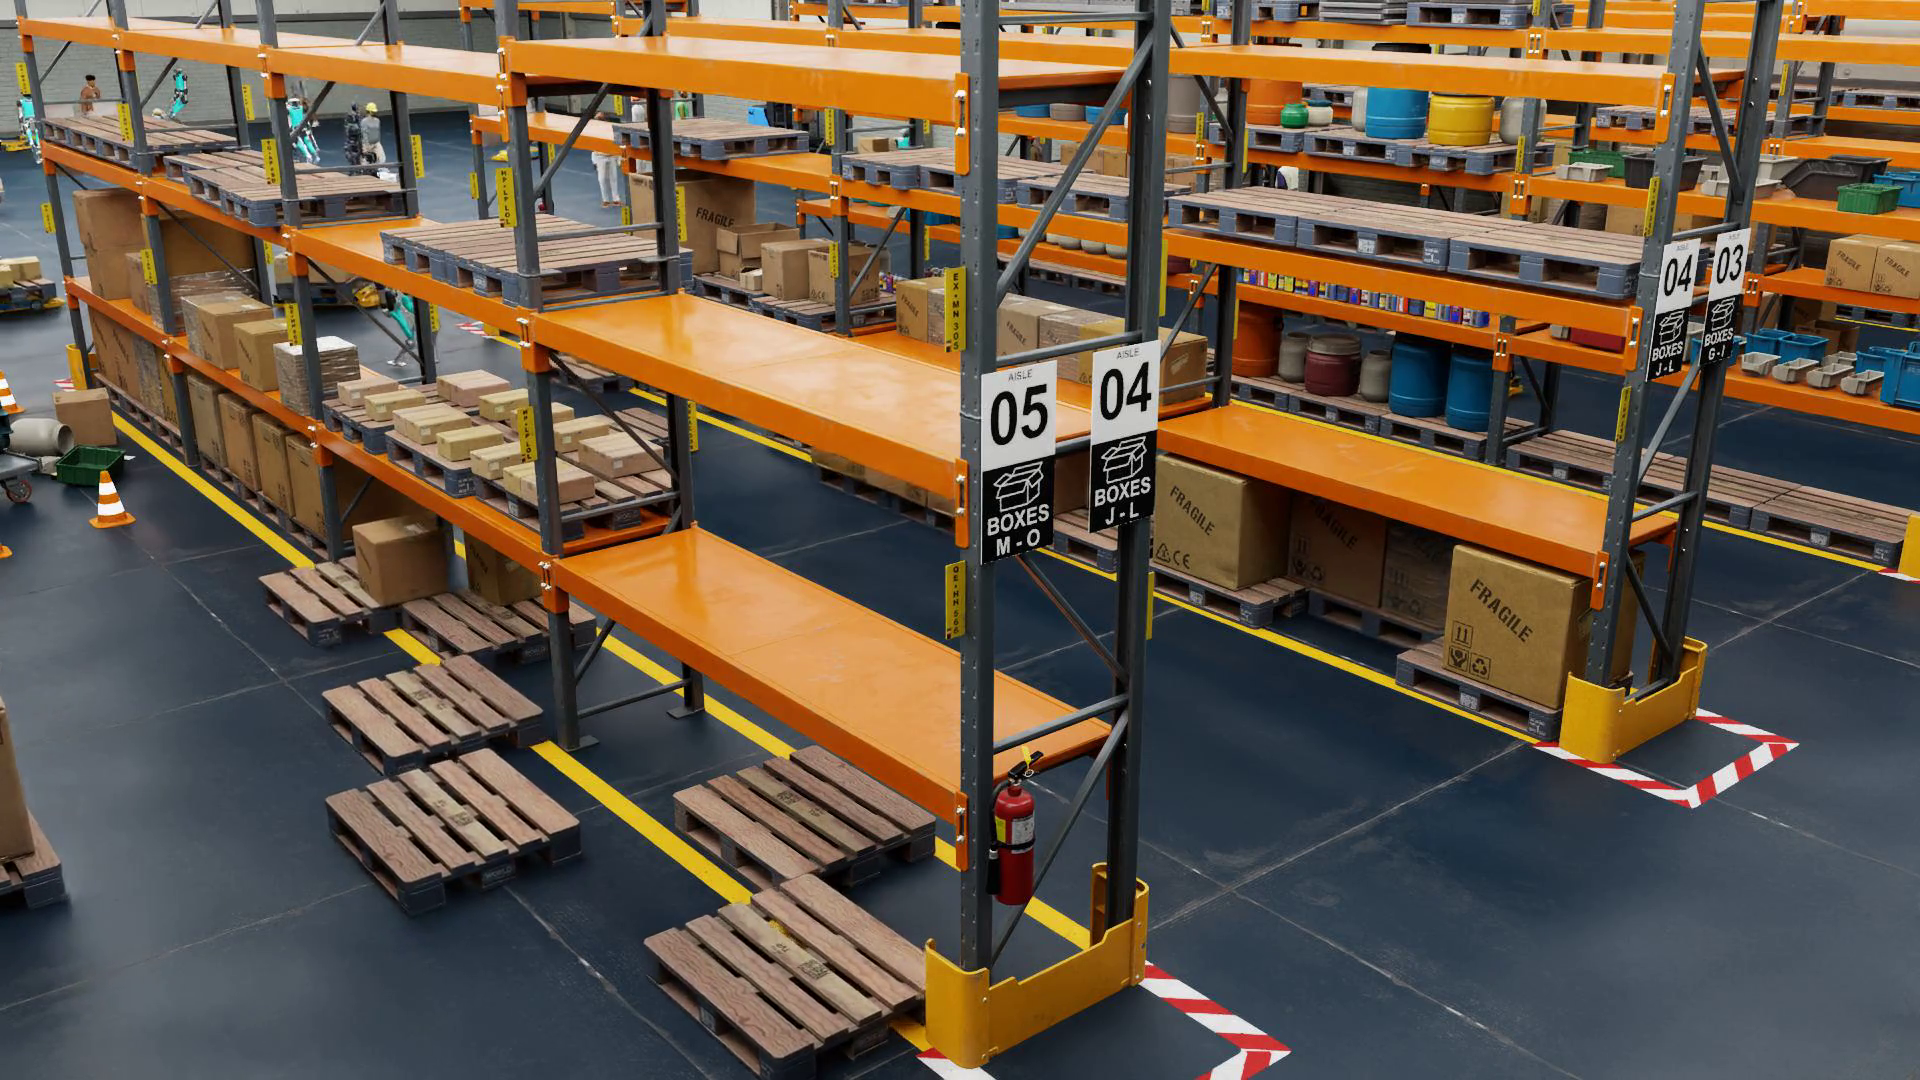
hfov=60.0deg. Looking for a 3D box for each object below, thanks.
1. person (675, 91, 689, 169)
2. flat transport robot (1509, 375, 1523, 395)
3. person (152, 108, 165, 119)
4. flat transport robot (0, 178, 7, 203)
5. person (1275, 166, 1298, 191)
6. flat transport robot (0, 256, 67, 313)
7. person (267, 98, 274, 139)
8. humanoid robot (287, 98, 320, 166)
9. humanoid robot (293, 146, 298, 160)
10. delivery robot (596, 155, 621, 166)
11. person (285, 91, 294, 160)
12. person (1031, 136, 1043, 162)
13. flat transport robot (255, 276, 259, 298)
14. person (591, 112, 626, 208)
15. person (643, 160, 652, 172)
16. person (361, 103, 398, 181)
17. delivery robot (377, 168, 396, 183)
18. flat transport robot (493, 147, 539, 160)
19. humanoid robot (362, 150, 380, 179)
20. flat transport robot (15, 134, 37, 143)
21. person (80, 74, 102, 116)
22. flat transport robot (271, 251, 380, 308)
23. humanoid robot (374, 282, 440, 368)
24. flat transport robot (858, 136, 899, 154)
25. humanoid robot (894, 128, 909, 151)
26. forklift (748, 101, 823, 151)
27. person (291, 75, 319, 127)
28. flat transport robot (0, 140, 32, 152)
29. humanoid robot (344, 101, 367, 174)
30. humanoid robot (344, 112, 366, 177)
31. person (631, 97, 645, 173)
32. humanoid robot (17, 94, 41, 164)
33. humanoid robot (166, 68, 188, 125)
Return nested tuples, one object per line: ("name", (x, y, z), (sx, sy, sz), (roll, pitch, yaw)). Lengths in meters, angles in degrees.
("person", (-6.366, -9.443, 38.239), (0.404, 1.979, 0.486), (-5, 20, -13))
("flat transport robot", (5.745, -1.892, 19.319), (0.659, 0.231, 1.431), (-13, 23, -33))
("person", (-16.066, -7.751, 33.566), (0.563, 1.877, 0.481), (-1, 19, -2))
("flat transport robot", (-19.140, -6.313, 31.903), (0.659, 0.231, 1.431), (-1, 19, -3))
("person", (5.322, -5.483, 27.179), (0.388, 1.839, 0.559), (15, 24, 36))
("flat transport robot", (-13.445, -3.323, 23.394), (0.659, 0.231, 1.431), (18, 26, 41))
("person", (-18.464, -11.591, 44.767), (0.322, 1.696, 0.535), (-4, 20, -11))
("humanoid robot", (-14.620, -8.939, 37.241), (0.914, 1.811, 0.573), (16, 25, 39))
("humanoid robot", (-15.552, -9.336, 38.456), (0.678, 1.634, 0.609), (5, 20, 15))
("delivery robot", (-8.396, -9.201, 39.714), (0.499, 0.611, 0.814), (-12, 23, -31))
("person", (-15.487, -9.358, 38.152), (0.500, 1.876, 0.931), (4, 20, 12))
("person", (1.384, -6.750, 30.908), (0.413, 1.756, 0.544), (7, 21, 19))
("flat transport robot", (-9.370, -2.493, 21.030), (1.431, 0.231, 0.659), (-13, 23, -33))
("person", (-6.996, -7.543, 33.017), (0.676, 1.861, 0.353), (-12, 23, -30))
("person", (-5.194, -5.944, 28.314), (0.367, 1.958, 0.605), (-1, 19, -2))
("person", (-12.769, -8.636, 36.318), (0.874, 1.727, 0.544), (11, 22, 29))
("delivery robot", (-12.106, -7.428, 34.667), (0.499, 0.610, 0.788), (7, 21, 20))
("flat transport robot", (-10.788, -9.529, 41.055), (0.659, 0.231, 1.431), (11, 22, 28))
("humanoid robot", (-9.946, -5.772, 28.217), (0.315, 1.657, 0.599), (-6, 20, -17))
("flat transport robot", (-24.370, -10.661, 44.278), (1.431, 0.231, 0.659), (6, 20, 16))
("person", (-22.838, -11.332, 43.829), (0.480, 1.831, 0.845), (4, 20, 12))
("flat transport robot", (-9.057, -3.484, 23.851), (1.431, 0.231, 0.659), (-1, 19, -4))
("humanoid robot", (-6.536, -2.826, 19.816), (0.991, 1.763, 0.536), (12, 22, 30))
("flat transport robot", (-1.642, -8.161, 37.162), (0.659, 0.231, 1.431), (14, 24, 35))
("humanoid robot", (-0.814, -6.782, 31.146), (0.752, 1.860, 0.544), (-15, 24, -37))
("forklift", (-4.526, -11.368, 42.374), (1.129, 2.768, 1.873), (-15, 24, -37))
("person", (-19.115, -12.886, 48.259), (0.503, 1.831, 0.968), (16, 25, 38))
("flat transport robot", (-24.741, -10.151, 42.826), (1.431, 0.231, 0.659), (2, 19, 6))
("humanoid robot", (-13.661, -9.113, 37.740), (0.599, 1.643, 0.413), (-2, 19, -5))
("humanoid robot", (-12.949, -8.326, 35.567), (0.731, 1.629, 0.590), (3, 20, 8))
("person", (-7.287, -9.166, 37.566), (0.341, 1.897, 0.580), (6, 20, 16))
("humanoid robot", (-21.862, -9.666, 39.257), (0.560, 1.732, 1.028), (-12, 22, -30))
("humanoid robot", (-22.111, -12.420, 46.866), (0.533, 1.677, 0.735), (12, 23, 31))
